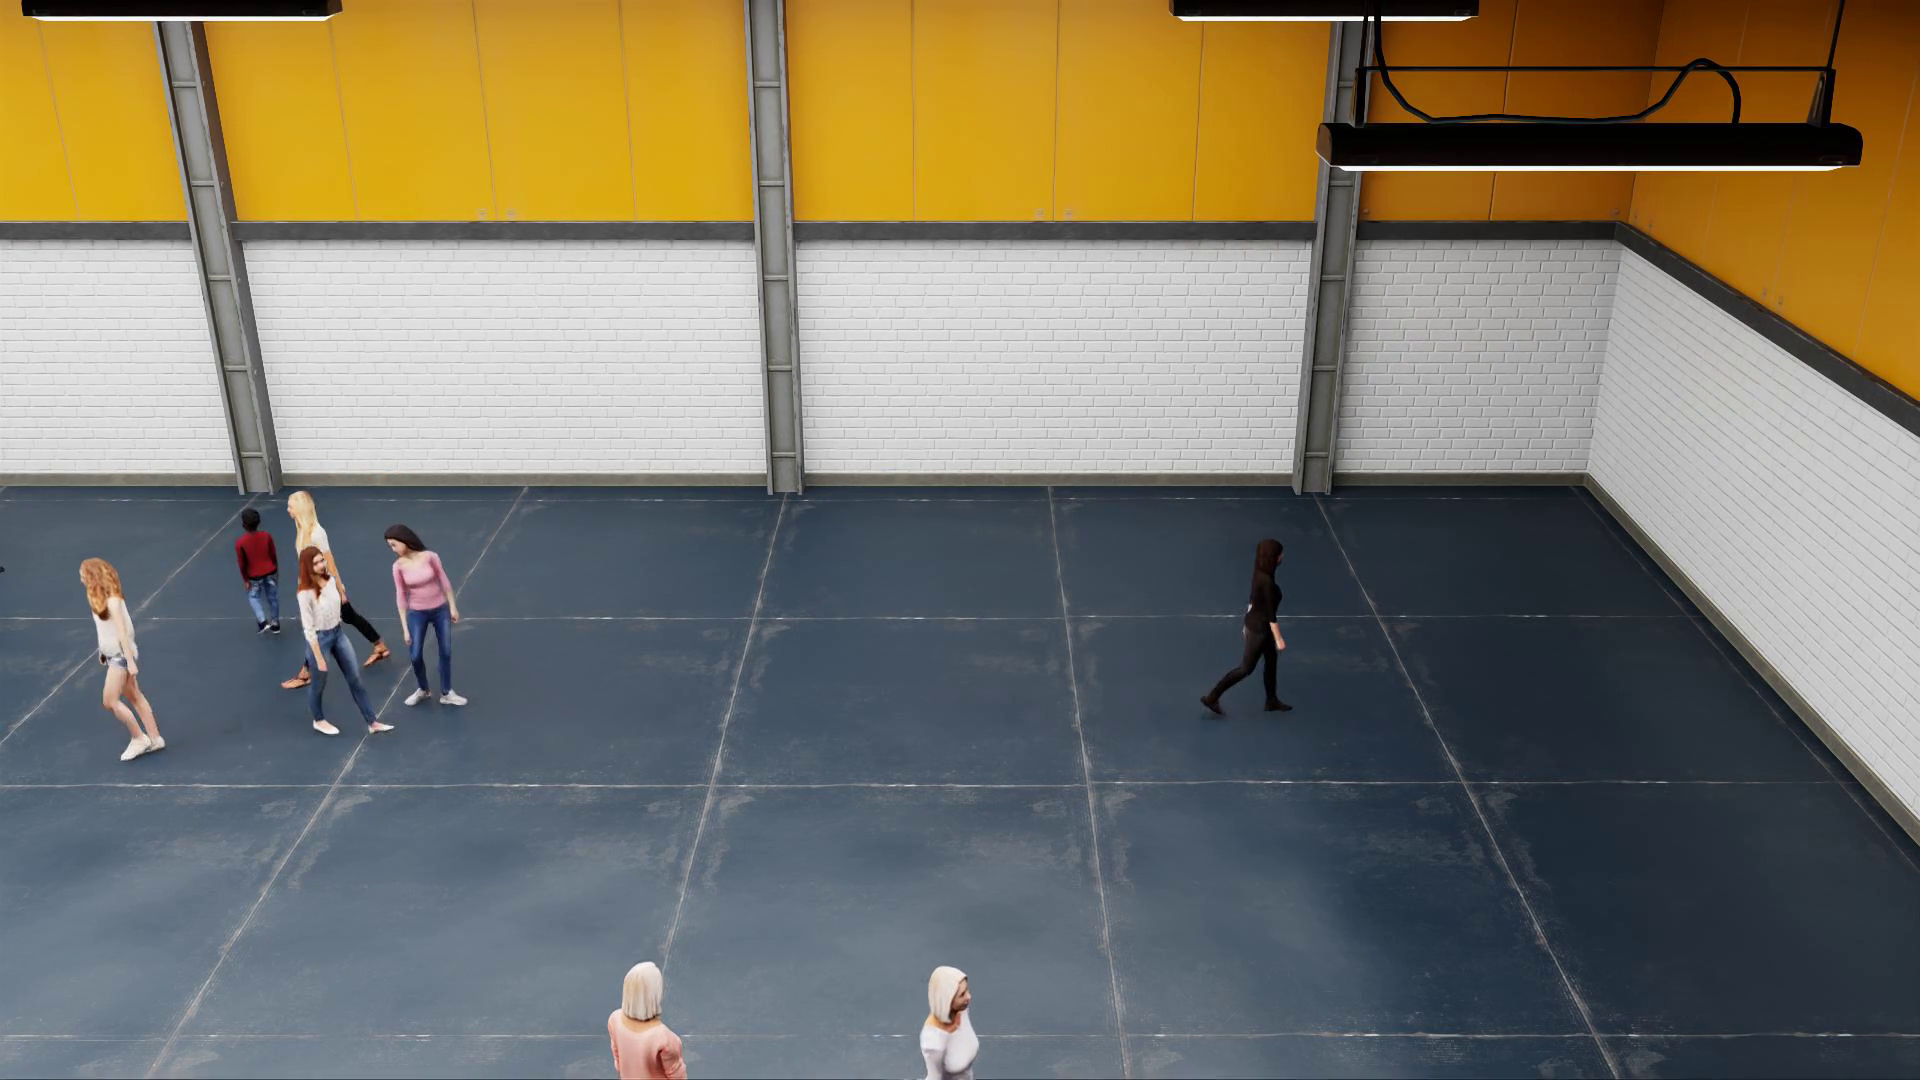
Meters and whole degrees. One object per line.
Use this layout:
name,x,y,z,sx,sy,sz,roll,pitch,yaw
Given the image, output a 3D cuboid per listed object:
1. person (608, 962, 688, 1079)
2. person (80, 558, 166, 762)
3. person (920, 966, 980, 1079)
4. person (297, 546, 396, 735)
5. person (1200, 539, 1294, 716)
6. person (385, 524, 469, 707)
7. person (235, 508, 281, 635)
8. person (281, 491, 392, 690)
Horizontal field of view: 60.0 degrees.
person,-1.622,2.958,8.772,0.614,1.725,0.738,12,26,25
person,-6.651,0.927,13.392,0.782,1.746,0.732,-18,29,-35
person,-0.132,2.943,8.790,0.737,1.738,0.702,10,26,22
person,-5.268,0.841,13.646,1.093,1.701,0.891,11,26,24
person,2.421,0.767,13.921,1.029,1.615,0.581,1,24,2
person,-4.462,0.625,14.120,0.658,1.716,0.824,-17,29,-34
person,-6.459,0.316,15.415,0.621,1.246,0.683,-18,29,-35
person,-5.454,0.409,14.545,1.244,1.770,1.083,-17,29,-34
